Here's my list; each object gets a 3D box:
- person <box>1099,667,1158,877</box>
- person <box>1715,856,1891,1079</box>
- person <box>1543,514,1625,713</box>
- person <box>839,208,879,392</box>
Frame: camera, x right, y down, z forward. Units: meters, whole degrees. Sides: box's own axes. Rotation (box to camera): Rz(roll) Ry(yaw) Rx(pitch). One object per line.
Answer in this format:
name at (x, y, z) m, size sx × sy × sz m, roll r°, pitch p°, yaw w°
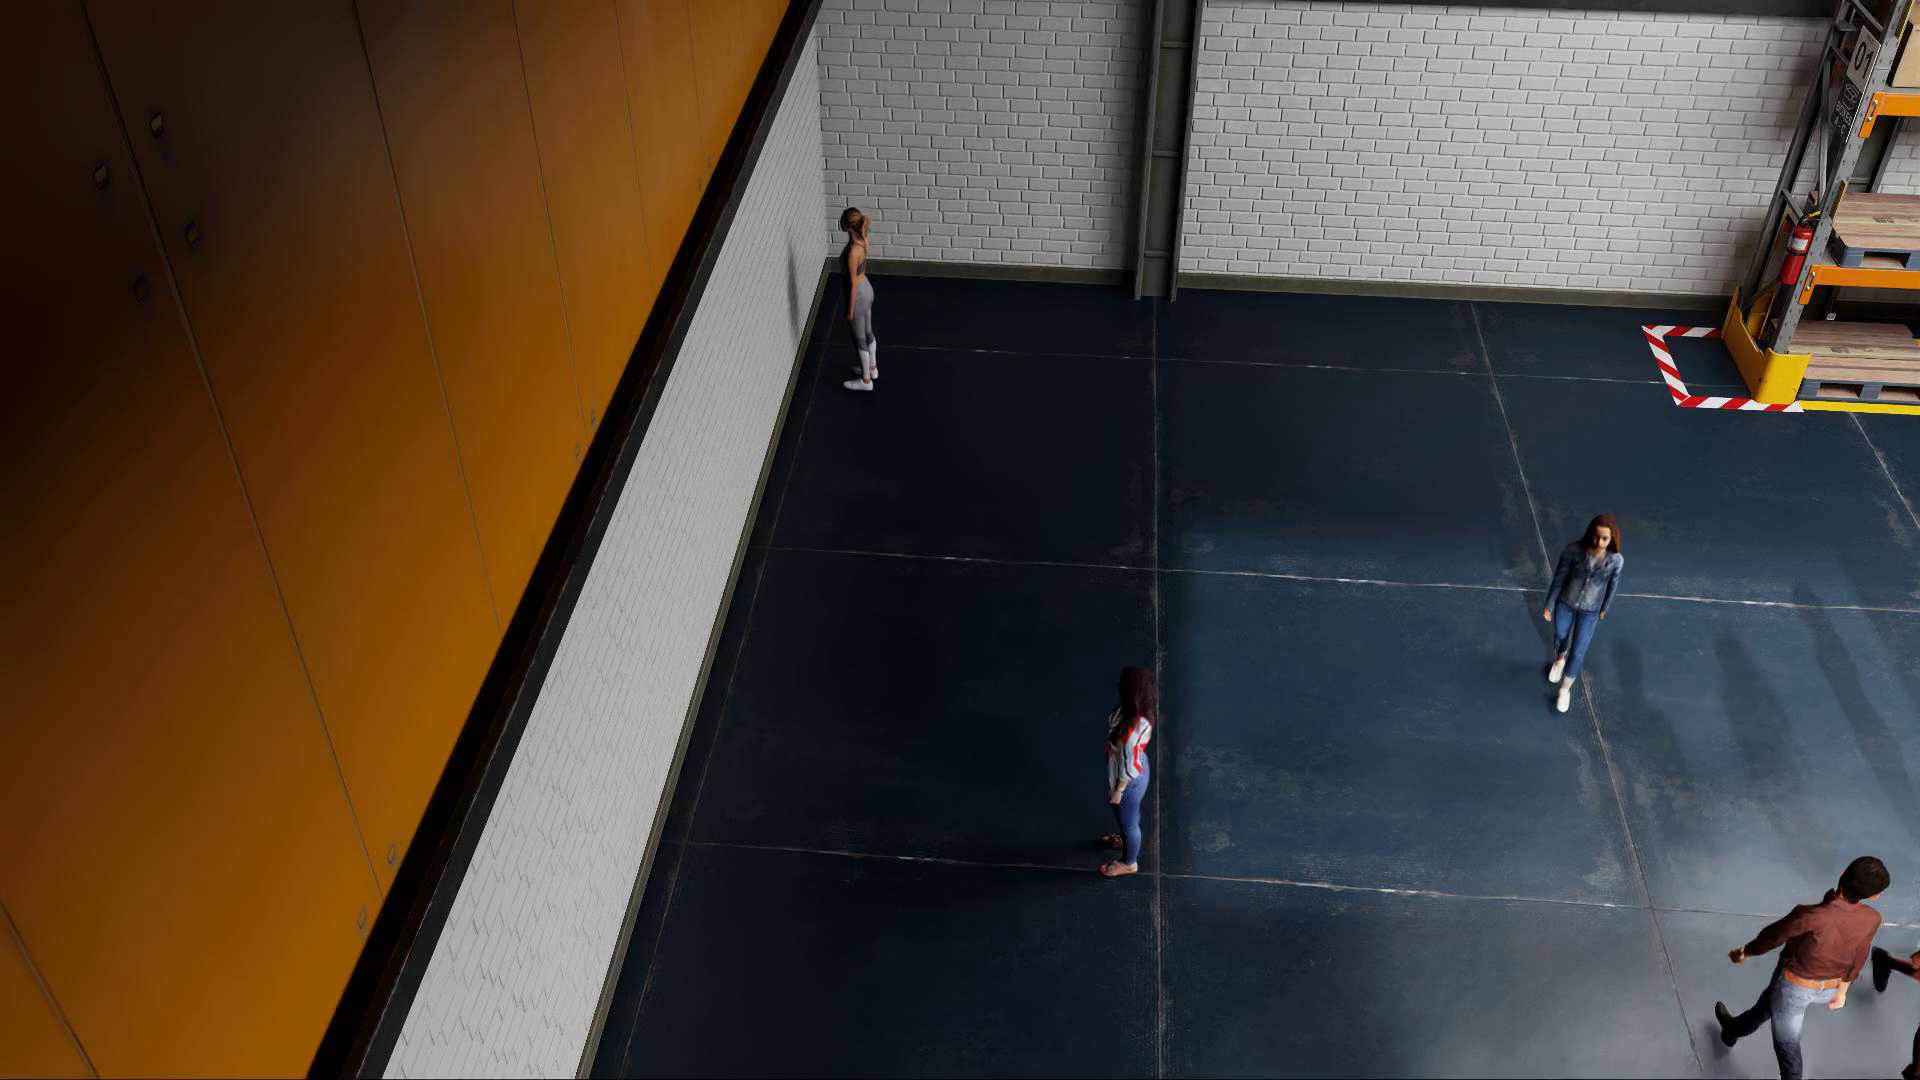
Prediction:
person at (1.014, 1.386, 9.965) m, size 0.488 × 1.612 × 0.595 m, roll 1°, pitch 39°, yaw 1°
person at (4.403, 2.393, 8.615) m, size 1.137 × 1.723 × 0.952 m, roll -8°, pitch 39°, yaw -10°
person at (4.220, 0.389, 11.335) m, size 0.801 × 1.459 × 0.771 m, roll 16°, pitch 41°, yaw 19°
person at (-0.863, -2.061, 14.207) m, size 0.550 × 1.704 × 0.601 m, roll 9°, pitch 39°, yaw 11°
